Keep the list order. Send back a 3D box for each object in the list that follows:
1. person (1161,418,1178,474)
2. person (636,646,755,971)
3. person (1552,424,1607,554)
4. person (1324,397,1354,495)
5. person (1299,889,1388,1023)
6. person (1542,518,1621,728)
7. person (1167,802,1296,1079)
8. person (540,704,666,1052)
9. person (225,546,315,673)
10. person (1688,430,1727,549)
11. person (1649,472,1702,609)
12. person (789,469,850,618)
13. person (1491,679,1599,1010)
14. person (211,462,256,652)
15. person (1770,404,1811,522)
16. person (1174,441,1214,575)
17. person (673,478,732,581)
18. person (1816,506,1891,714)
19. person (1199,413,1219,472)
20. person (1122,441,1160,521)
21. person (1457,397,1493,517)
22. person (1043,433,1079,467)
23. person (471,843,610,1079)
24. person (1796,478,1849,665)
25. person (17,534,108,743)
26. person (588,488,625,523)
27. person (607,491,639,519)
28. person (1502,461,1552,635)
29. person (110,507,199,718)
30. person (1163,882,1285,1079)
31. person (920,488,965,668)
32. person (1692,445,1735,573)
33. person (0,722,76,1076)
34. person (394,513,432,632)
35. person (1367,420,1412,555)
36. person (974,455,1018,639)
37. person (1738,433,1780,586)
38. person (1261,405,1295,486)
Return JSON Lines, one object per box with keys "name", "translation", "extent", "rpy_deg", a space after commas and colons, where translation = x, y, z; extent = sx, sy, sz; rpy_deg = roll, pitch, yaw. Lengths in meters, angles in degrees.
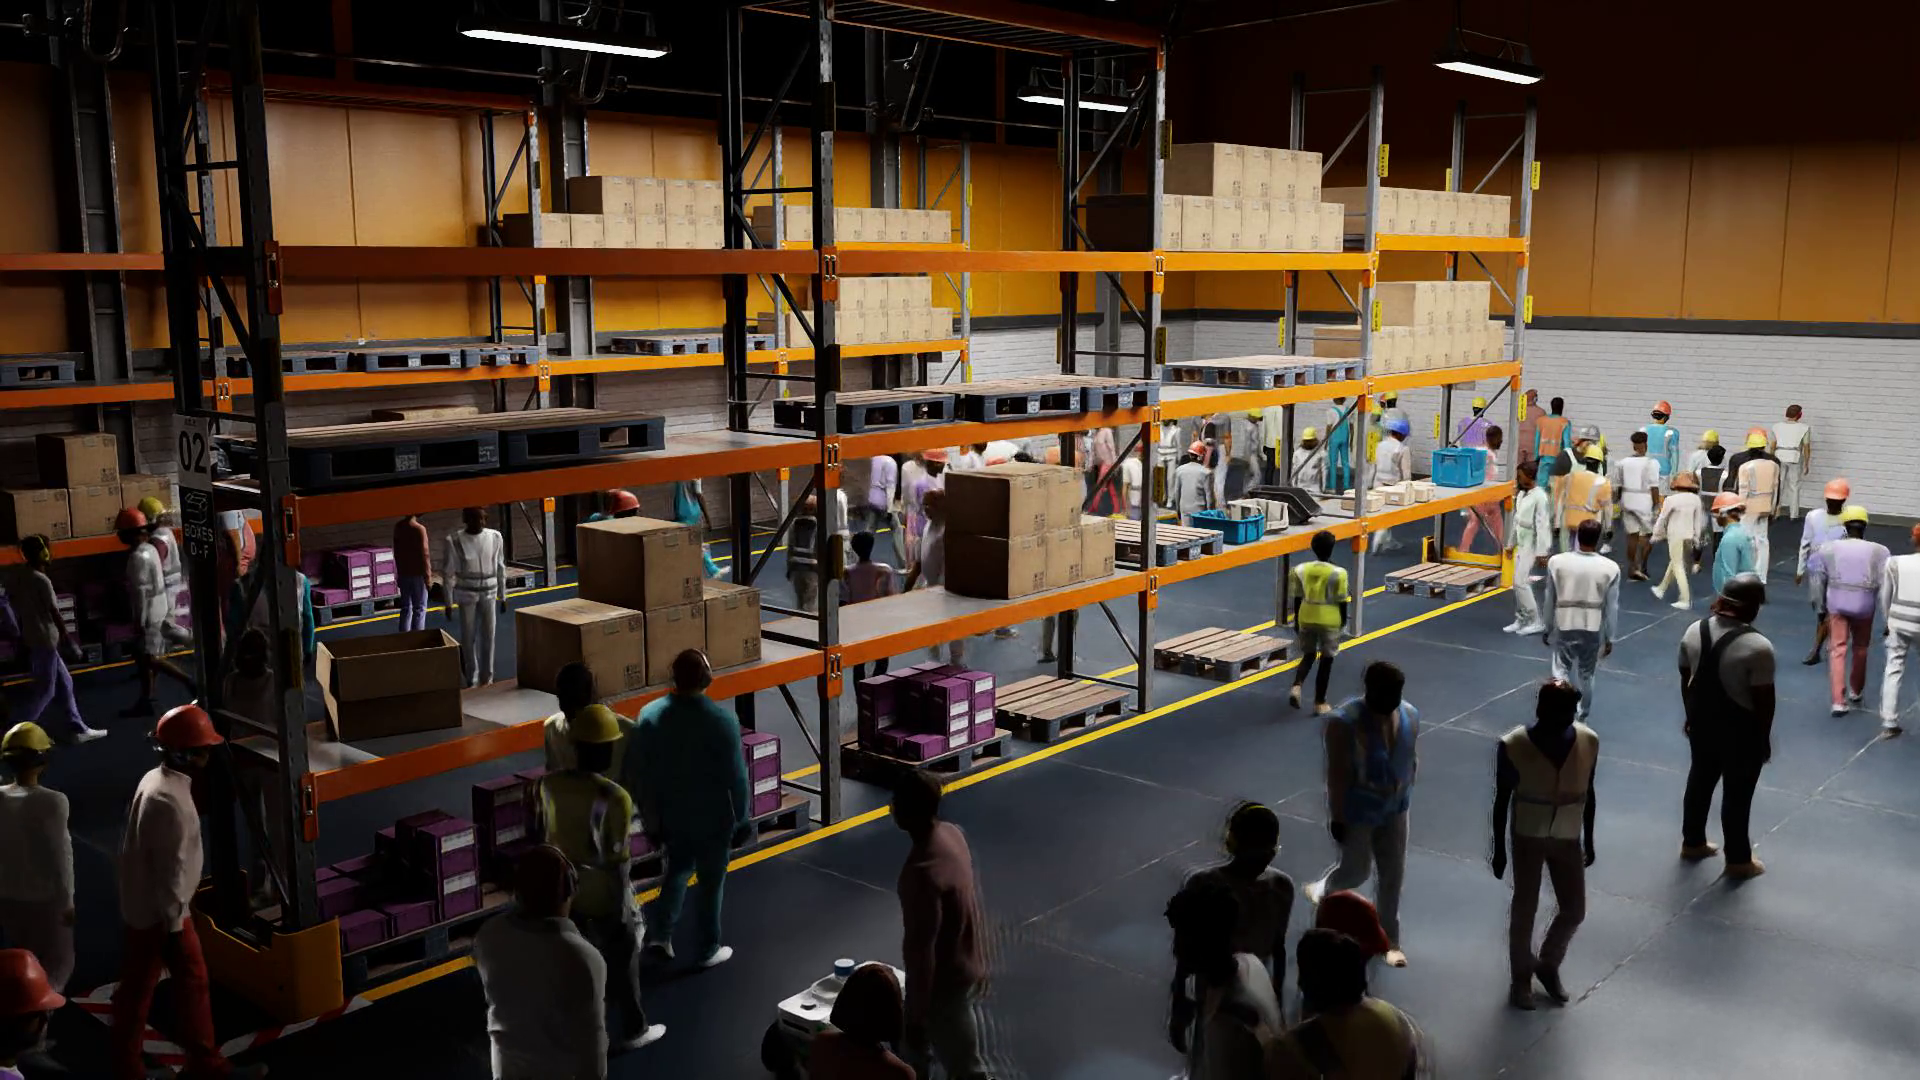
{"name": "person", "translation": [3.907, -2.051, 31.555], "extent": [0.540, 1.695, 0.317], "rpy_deg": [8, 12, 40]}
{"name": "person", "translation": [-1.505, 1.544, 9.508], "extent": [0.659, 1.893, 0.411], "rpy_deg": [4, 10, 22]}
{"name": "person", "translation": [7.873, -0.478, 21.138], "extent": [0.754, 2.000, 0.589], "rpy_deg": [0, 10, -1]}
{"name": "person", "translation": [6.622, -1.703, 29.035], "extent": [0.516, 1.843, 0.328], "rpy_deg": [-2, 10, -11]}
{"name": "person", "translation": [1.461, 2.148, 6.484], "extent": [0.784, 1.696, 0.550], "rpy_deg": [2, 10, 10]}
{"name": "person", "translation": [5.280, 0.763, 14.163], "extent": [0.603, 1.897, 0.602], "rpy_deg": [4, 10, 20]}
{"name": "person", "translation": [1.130, 1.964, 7.187], "extent": [0.548, 1.840, 0.686], "rpy_deg": [-1, 10, -8]}
{"name": "person", "translation": [-1.886, 1.753, 8.290], "extent": [0.600, 1.892, 0.929], "rpy_deg": [5, 11, 30]}
{"name": "person", "translation": [-5.592, 0.915, 13.486], "extent": [0.723, 1.815, 0.554], "rpy_deg": [-5, 11, -29]}
{"name": "person", "translation": [10.566, -0.704, 23.526], "extent": [0.503, 1.696, 0.915], "rpy_deg": [9, 13, 42]}
{"name": "person", "translation": [8.460, -0.015, 19.715], "extent": [0.510, 1.591, 0.804], "rpy_deg": [-3, 10, -19]}
{"name": "person", "translation": [-1.465, 0.089, 18.357], "extent": [0.872, 1.828, 0.570], "rpy_deg": [0, 10, -1]}
{"name": "person", "translation": [3.181, 1.649, 9.074], "extent": [0.613, 1.825, 0.474], "rpy_deg": [0, 10, -3]}
{"name": "person", "translation": [-7.549, 0.186, 17.177], "extent": [0.688, 2.000, 0.536], "rpy_deg": [8, 12, 40]}
{"name": "person", "translation": [12.981, -1.202, 26.044], "extent": [0.572, 1.843, 0.373], "rpy_deg": [8, 12, 40]}
{"name": "person", "translation": [3.065, -0.416, 21.622], "extent": [0.573, 1.748, 0.342], "rpy_deg": [8, 12, 40]}
{"name": "person", "translation": [-3.284, -0.291, 20.750], "extent": [0.968, 1.791, 0.539], "rpy_deg": [-6, 11, -32]}
{"name": "person", "translation": [8.110, 0.623, 15.109], "extent": [0.632, 1.860, 0.999], "rpy_deg": [6, 11, 32]}
{"name": "person", "translation": [3.720, -1.161, 25.366], "extent": [0.449, 1.998, 0.684], "rpy_deg": [0, 10, 2]}
{"name": "person", "translation": [2.321, -0.412, 21.411], "extent": [0.612, 1.810, 0.443], "rpy_deg": [-5, 11, -28]}
{"name": "person", "translation": [8.211, -1.318, 26.491], "extent": [0.594, 1.924, 0.382], "rpy_deg": [8, 12, 40]}
{"name": "person", "translation": [1.384, -0.621, 22.334], "extent": [0.594, 1.924, 0.382], "rpy_deg": [8, 12, 40]}
{"name": "person", "translation": [-1.552, 2.077, 6.441], "extent": [0.660, 1.863, 0.763], "rpy_deg": [5, 11, 26]}
{"name": "person", "translation": [8.892, 0.292, 16.981], "extent": [0.885, 1.906, 0.556], "rpy_deg": [-8, 13, -40]}
{"name": "person", "translation": [-7.573, 0.859, 13.809], "extent": [0.515, 1.834, 0.755], "rpy_deg": [9, 13, 43]}
{"name": "person", "translation": [-3.508, 0.367, 16.716], "extent": [0.605, 1.839, 0.416], "rpy_deg": [9, 13, 44]}
{"name": "person", "translation": [-3.084, 0.495, 15.679], "extent": [0.417, 1.925, 0.572], "rpy_deg": [-7, 12, -38]}
{"name": "person", "translation": [6.212, 0.087, 18.196], "extent": [0.457, 1.896, 0.612], "rpy_deg": [0, 10, 0]}
{"name": "person", "translation": [-7.151, 0.648, 14.804], "extent": [0.709, 1.914, 0.554], "rpy_deg": [-3, 10, -19]}
{"name": "person", "translation": [1.041, 2.145, 5.980], "extent": [1.089, 1.877, 0.612], "rpy_deg": [1, 10, 8]}
{"name": "person", "translation": [-0.208, 0.434, 16.157], "extent": [0.585, 1.878, 0.672], "rpy_deg": [-5, 11, -28]}
{"name": "person", "translation": [9.779, -0.389, 21.634], "extent": [0.540, 1.695, 0.317], "rpy_deg": [8, 12, 40]}
{"name": "person", "translation": [-4.725, 1.811, 8.384], "extent": [0.570, 1.727, 0.619], "rpy_deg": [3, 10, 17]}
{"name": "person", "translation": [-5.542, 0.362, 16.944], "extent": [0.533, 1.767, 0.326], "rpy_deg": [8, 12, 40]}
{"name": "person", "translation": [5.962, -0.730, 23.125], "extent": [0.813, 1.889, 0.682], "rpy_deg": [-6, 11, -33]}
{"name": "person", "translation": [0.371, 0.071, 18.004], "extent": [0.623, 1.990, 0.391], "rpy_deg": [8, 12, 40]}
{"name": "person", "translation": [9.960, -0.375, 20.864], "extent": [0.594, 1.924, 0.382], "rpy_deg": [-3, 10, -18]}
{"name": "person", "translation": [5.358, -1.595, 27.952], "extent": [0.623, 1.989, 0.391], "rpy_deg": [8, 12, 40]}
